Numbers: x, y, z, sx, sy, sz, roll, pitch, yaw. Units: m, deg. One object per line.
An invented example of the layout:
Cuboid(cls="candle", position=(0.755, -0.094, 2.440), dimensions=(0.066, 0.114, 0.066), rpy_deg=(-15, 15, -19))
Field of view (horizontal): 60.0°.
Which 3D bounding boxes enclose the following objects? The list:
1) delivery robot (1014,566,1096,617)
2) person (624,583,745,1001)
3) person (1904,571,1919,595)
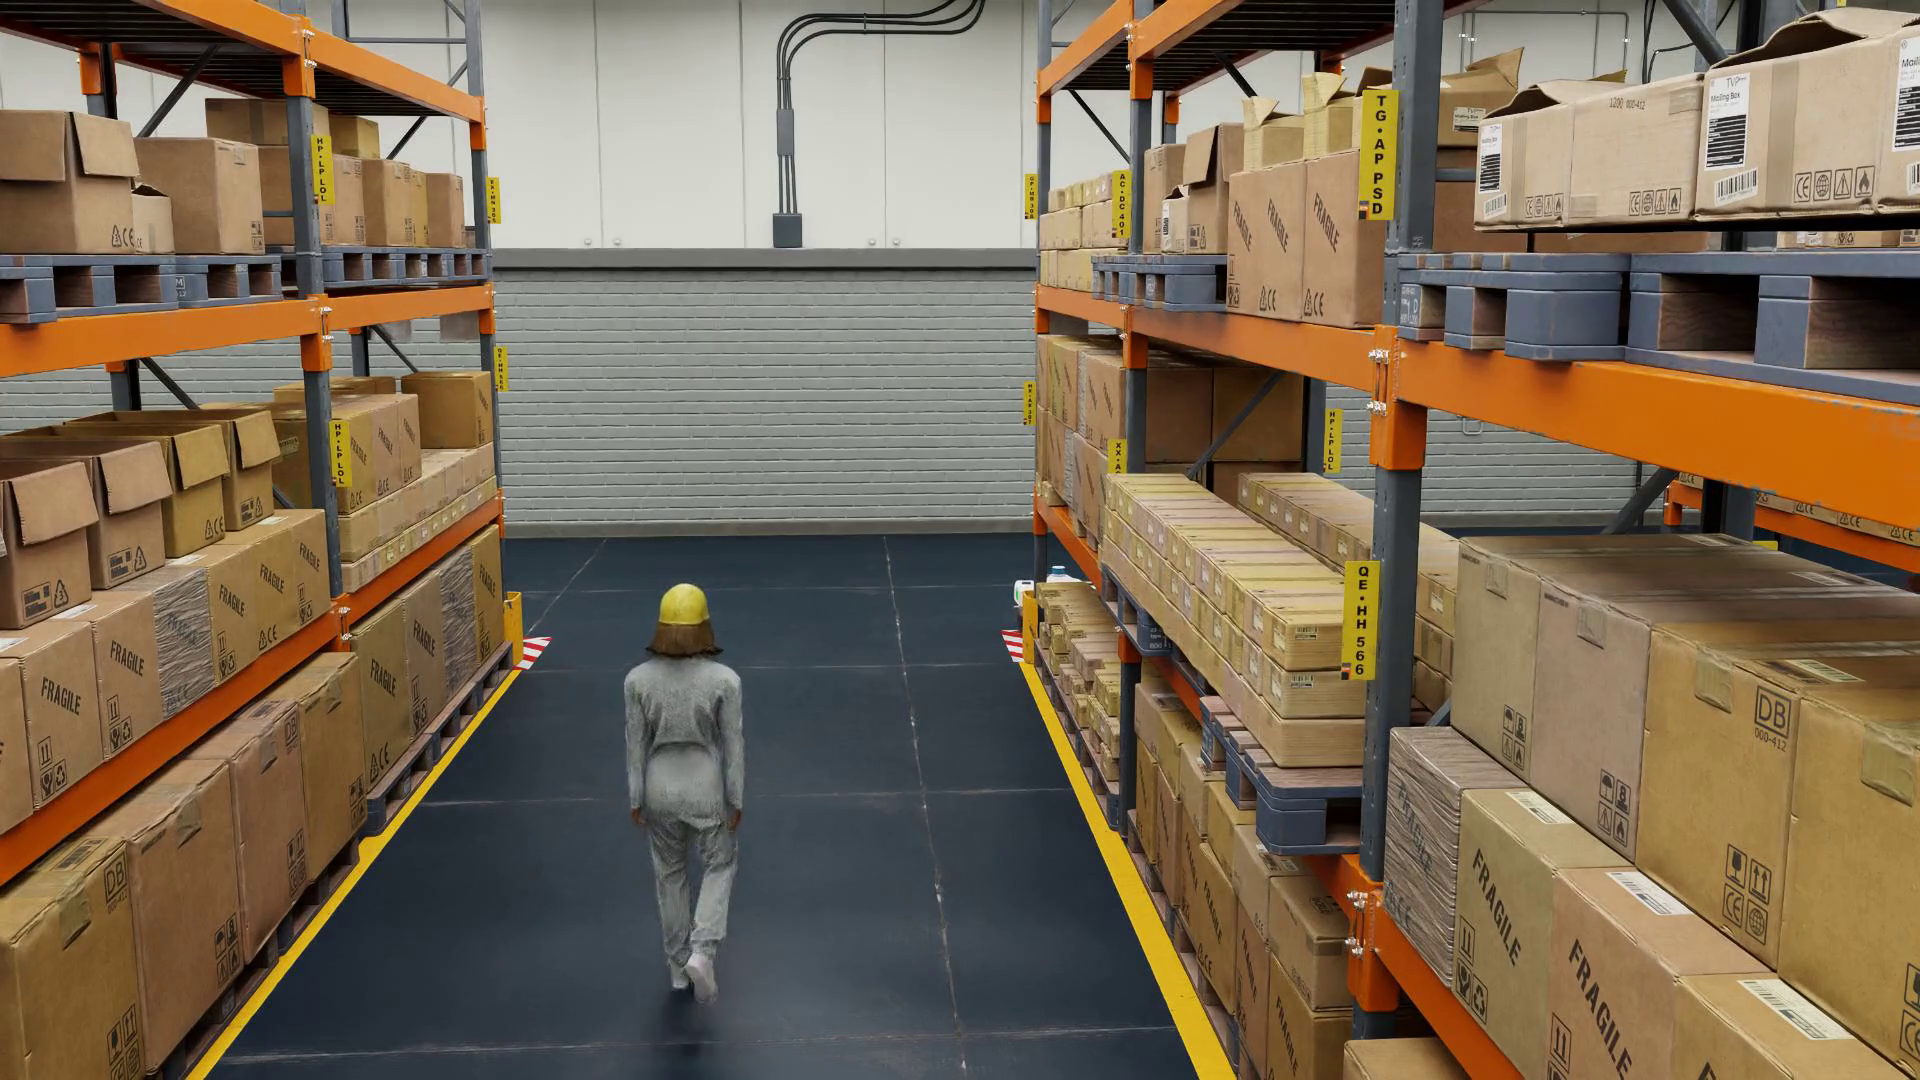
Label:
Cuboid(cls="delivery robot", position=(0.787, 0.453, 13.371), dimensions=(0.707, 0.478, 0.477), rpy_deg=(1, 10, 5))
Cuboid(cls="person", position=(-1.120, 1.041, 6.747), dimensions=(0.488, 1.731, 0.530), rpy_deg=(0, 10, 2))
Cuboid(cls="person", position=(7.475, 0.000, 12.458), dimensions=(0.640, 1.870, 0.921), rpy_deg=(-4, 11, -25))
